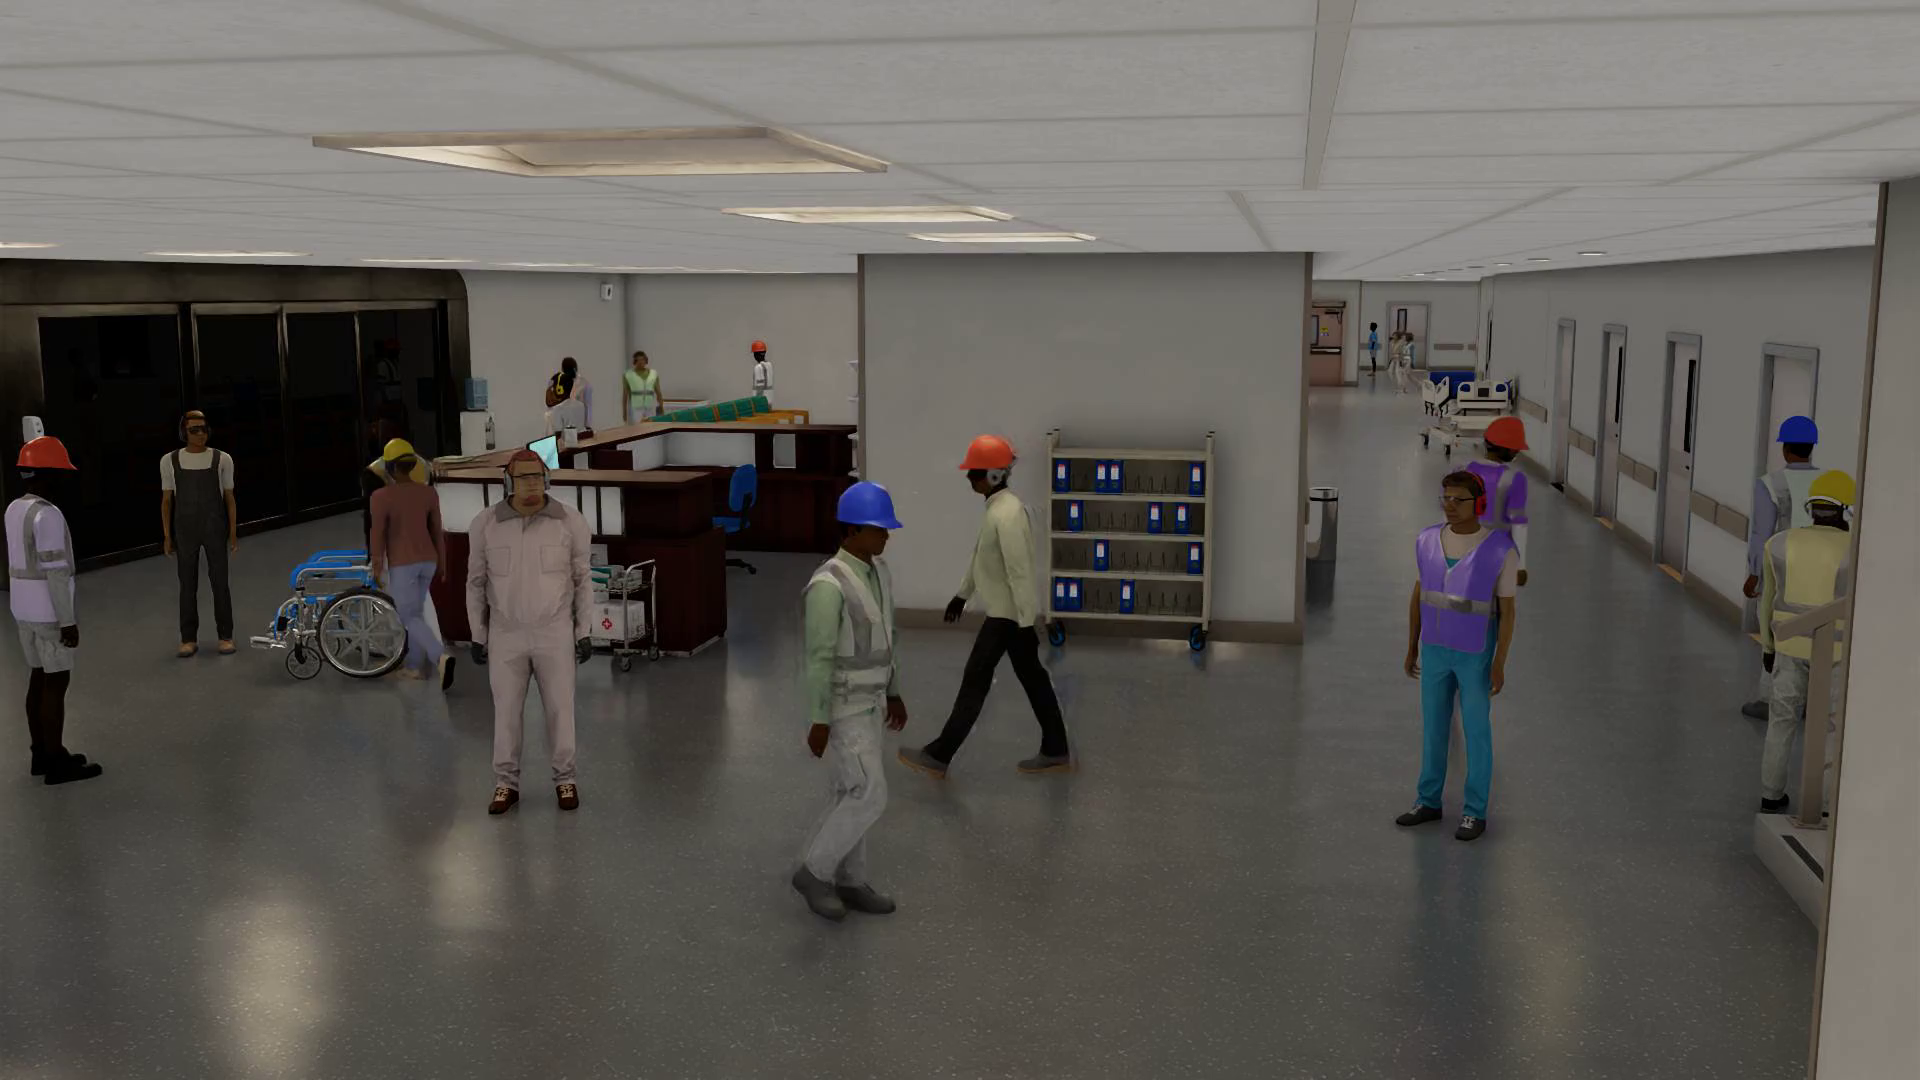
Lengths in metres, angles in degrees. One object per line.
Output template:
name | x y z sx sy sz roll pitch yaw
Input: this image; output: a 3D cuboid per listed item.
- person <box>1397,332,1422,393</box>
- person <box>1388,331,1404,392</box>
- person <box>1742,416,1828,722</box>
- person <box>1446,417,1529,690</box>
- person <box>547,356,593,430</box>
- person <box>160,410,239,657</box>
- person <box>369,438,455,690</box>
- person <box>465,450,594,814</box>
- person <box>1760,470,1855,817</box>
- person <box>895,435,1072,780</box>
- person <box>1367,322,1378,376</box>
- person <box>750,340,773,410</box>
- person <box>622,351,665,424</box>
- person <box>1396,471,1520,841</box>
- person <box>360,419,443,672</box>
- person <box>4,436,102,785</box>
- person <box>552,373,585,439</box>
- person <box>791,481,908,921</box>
person | 11.903 -4.678 43.909 0.651 1.612 0.524 -1 9 -4
person | 11.699 -4.781 44.541 0.350 1.623 0.553 -3 9 -21
person | 5.271 0.186 10.551 0.615 1.945 0.400 -1 9 -8
person | 3.546 0.102 11.319 0.365 1.888 0.676 -7 11 -38
person | -5.410 -1.649 23.138 0.628 1.823 0.671 1 9 5
person | -5.680 -0.048 12.436 0.513 1.846 0.334 -3 9 -21
person | -3.720 0.167 11.431 0.798 1.731 0.537 6 11 36
person | -2.253 0.479 8.728 0.651 1.913 0.409 -1 9 -10
person | 4.419 0.552 8.559 0.405 1.823 0.590 -8 11 -41
person | 0.159 0.382 9.274 1.036 1.935 0.626 0 9 2
person | 13.098 -6.047 52.744 0.318 1.697 0.535 3 9 16
person | -3.157 -2.194 26.391 0.366 1.933 0.551 2 9 13
person | -4.836 -1.988 25.480 0.575 1.789 0.970 -6 11 -36
person | 2.514 0.567 8.368 0.389 1.846 0.567 -8 12 -43
person | -4.003 0.046 11.930 0.488 1.825 0.700 3 9 20
person | -5.069 0.388 9.283 0.545 1.929 0.390 8 11 41
person | -4.163 -0.853 17.744 0.333 1.862 0.508 4 9 25
person | -0.441 0.704 7.180 0.442 1.933 0.623 3 9 18
